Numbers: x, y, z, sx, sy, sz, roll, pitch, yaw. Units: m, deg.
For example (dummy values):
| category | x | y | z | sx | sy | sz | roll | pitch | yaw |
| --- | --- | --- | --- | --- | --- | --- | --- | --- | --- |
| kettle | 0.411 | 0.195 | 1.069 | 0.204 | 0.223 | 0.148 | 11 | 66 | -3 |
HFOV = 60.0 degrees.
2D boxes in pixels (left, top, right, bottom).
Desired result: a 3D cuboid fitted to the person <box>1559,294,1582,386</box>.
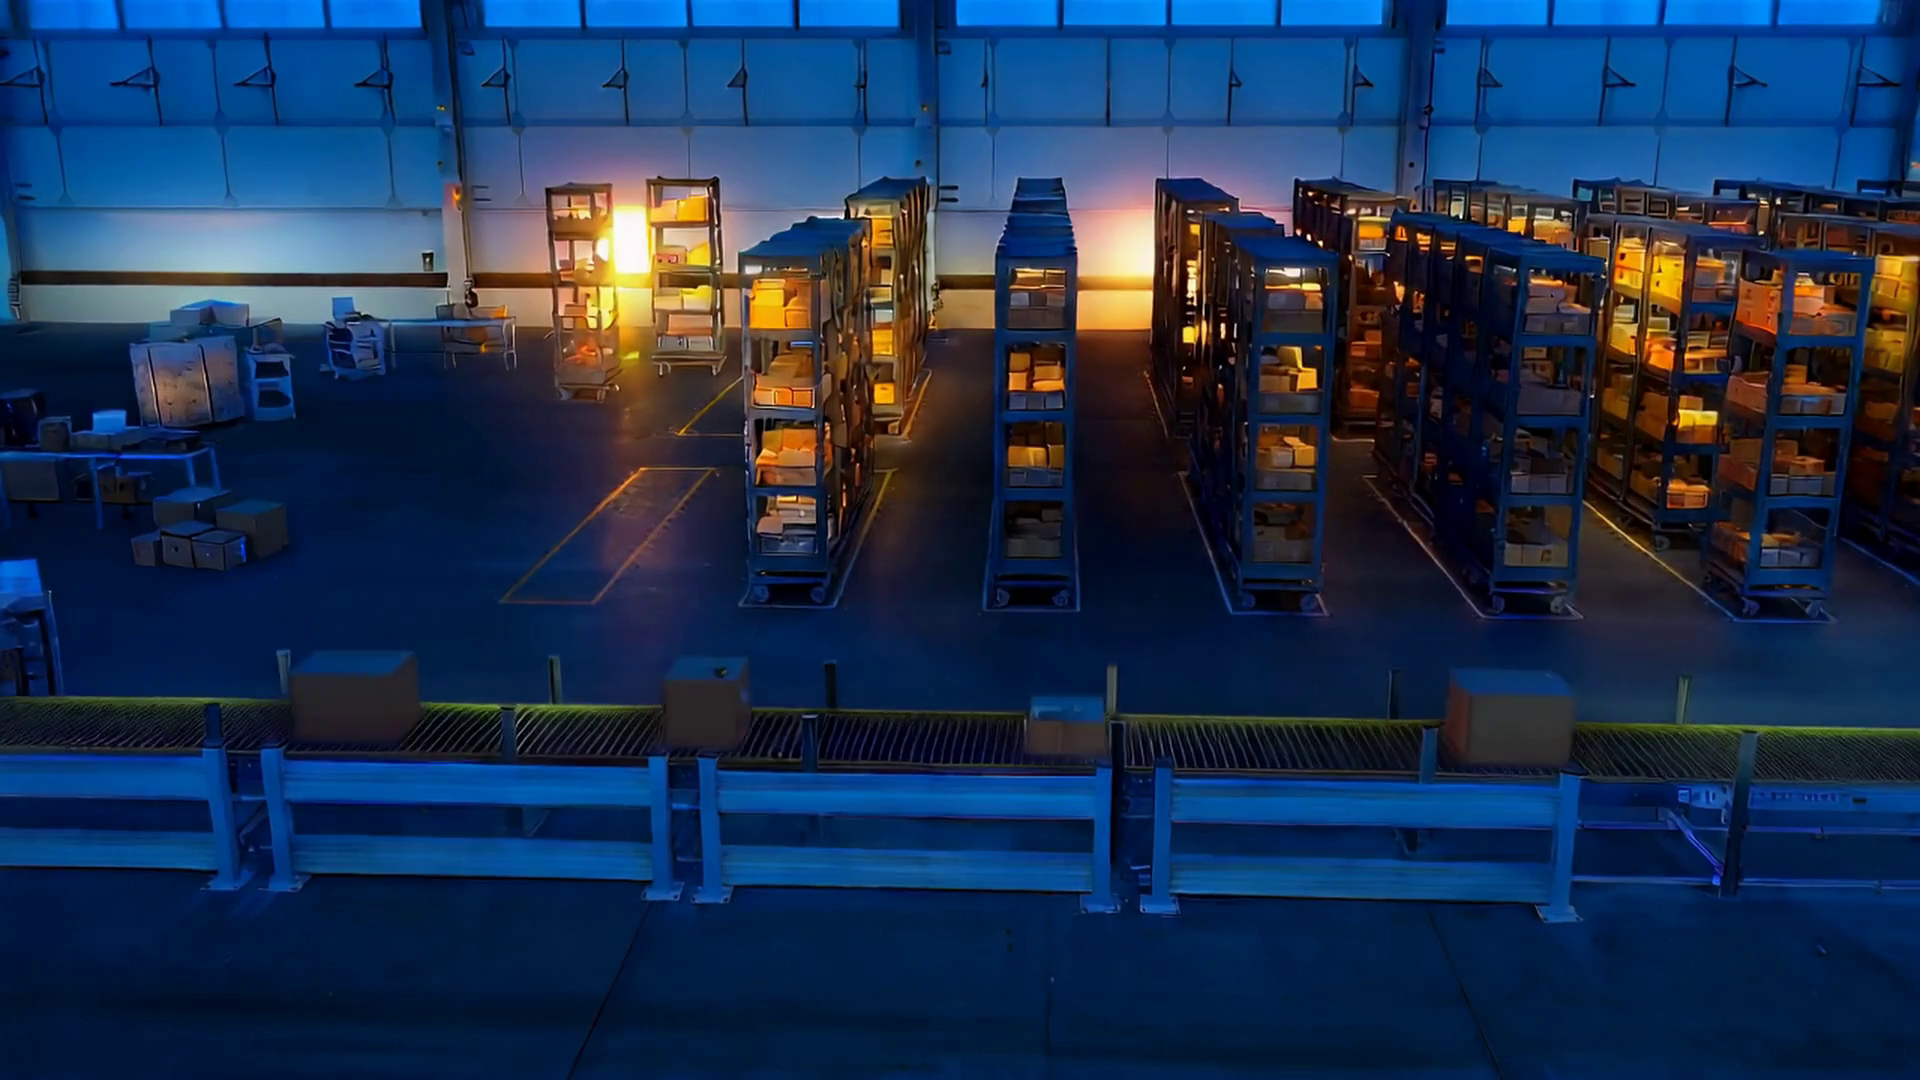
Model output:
| category | x | y | z | sx | sy | sz | roll | pitch | yaw |
| --- | --- | --- | --- | --- | --- | --- | --- | --- | --- |
| person | 9.949 | -3.090 | 27.260 | 0.411 | 1.987 | 0.607 | -2 | 15 | -9 |

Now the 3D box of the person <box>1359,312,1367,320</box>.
| category | x | y | z | sx | sy | sz | roll | pitch | yaw |
| --- | --- | --- | --- | --- | --- | --- | --- | --- | --- |
| person | 7.813 | -4.387 | 32.400 | 0.859 | 1.816 | 0.569 | -1 | 15 | -4 |
